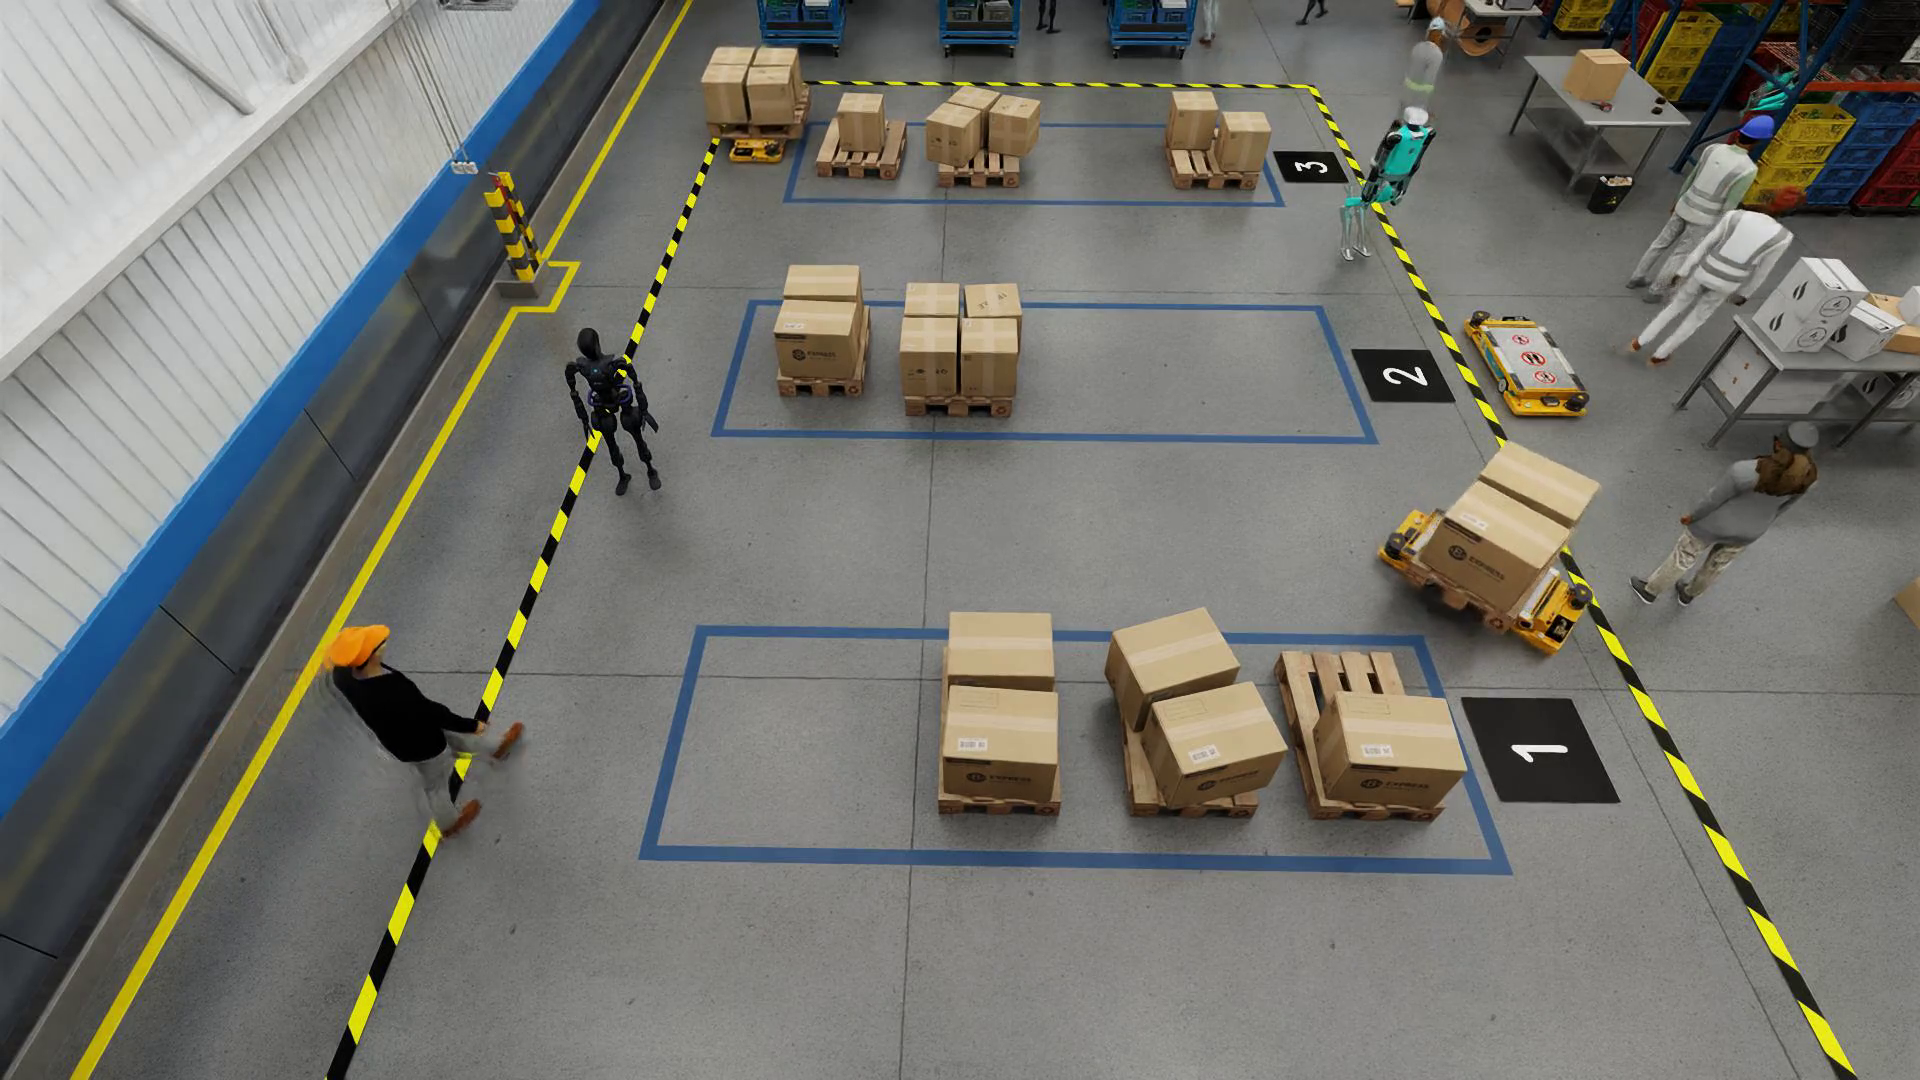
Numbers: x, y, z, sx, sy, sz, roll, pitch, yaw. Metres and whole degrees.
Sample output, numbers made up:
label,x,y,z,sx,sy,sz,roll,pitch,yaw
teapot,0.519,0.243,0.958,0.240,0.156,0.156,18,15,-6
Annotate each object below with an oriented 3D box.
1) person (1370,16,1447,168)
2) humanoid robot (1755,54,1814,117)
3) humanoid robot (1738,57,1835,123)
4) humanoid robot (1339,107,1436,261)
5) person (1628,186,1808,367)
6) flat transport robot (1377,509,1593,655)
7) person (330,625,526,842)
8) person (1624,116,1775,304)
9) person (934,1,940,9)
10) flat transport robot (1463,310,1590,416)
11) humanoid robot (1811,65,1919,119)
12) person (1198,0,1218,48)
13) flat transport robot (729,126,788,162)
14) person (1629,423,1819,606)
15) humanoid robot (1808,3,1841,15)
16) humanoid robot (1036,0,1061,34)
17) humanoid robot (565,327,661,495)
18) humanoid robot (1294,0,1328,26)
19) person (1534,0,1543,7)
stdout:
label,x,y,z,sx,sy,sz,roll,pitch,yaw
person,5.488,-5.292,11.101,0.374,1.808,0.699,-2,49,-2
humanoid robot,10.986,-6.242,11.979,0.776,1.785,0.547,34,57,26
humanoid robot,10.199,-5.635,11.350,0.735,1.677,0.533,20,52,16
humanoid robot,4.456,-3.852,9.808,0.533,1.676,0.735,-12,50,-10
person,7.094,-2.420,8.575,0.452,1.855,0.600,-30,55,-23
flat transport robot,4.162,0.262,7.288,1.431,0.197,0.652,35,58,27
person,-3.188,1.079,5.559,0.594,1.842,0.932,24,53,19
person,7.521,-3.329,9.311,0.412,1.939,0.611,-10,50,-8
person,-0.060,-9.292,14.566,0.903,1.786,0.681,18,51,15
flat transport robot,5.573,-1.757,9.054,0.659,0.231,1.431,1,49,1
humanoid robot,11.231,-5.653,11.470,0.931,1.786,0.528,5,49,5
person,3.818,-8.520,13.828,0.644,1.897,0.613,-12,50,-10
flat transport robot,-2.644,-5.498,12.274,0.652,0.197,1.431,1,49,1
person,5.583,-0.132,6.658,0.561,1.764,0.402,6,49,5
humanoid robot,12.871,-7.985,13.516,0.608,1.650,0.387,21,52,17
humanoid robot,1.415,-8.833,14.237,0.315,1.657,0.599,-31,56,-24
humanoid robot,-2.808,-1.032,7.486,0.599,1.655,0.315,-8,50,-7
humanoid robot,5.776,-9.090,14.503,0.793,1.630,0.589,-22,53,-18
person,9.713,-9.779,14.878,0.374,1.963,0.605,-22,53,-18
